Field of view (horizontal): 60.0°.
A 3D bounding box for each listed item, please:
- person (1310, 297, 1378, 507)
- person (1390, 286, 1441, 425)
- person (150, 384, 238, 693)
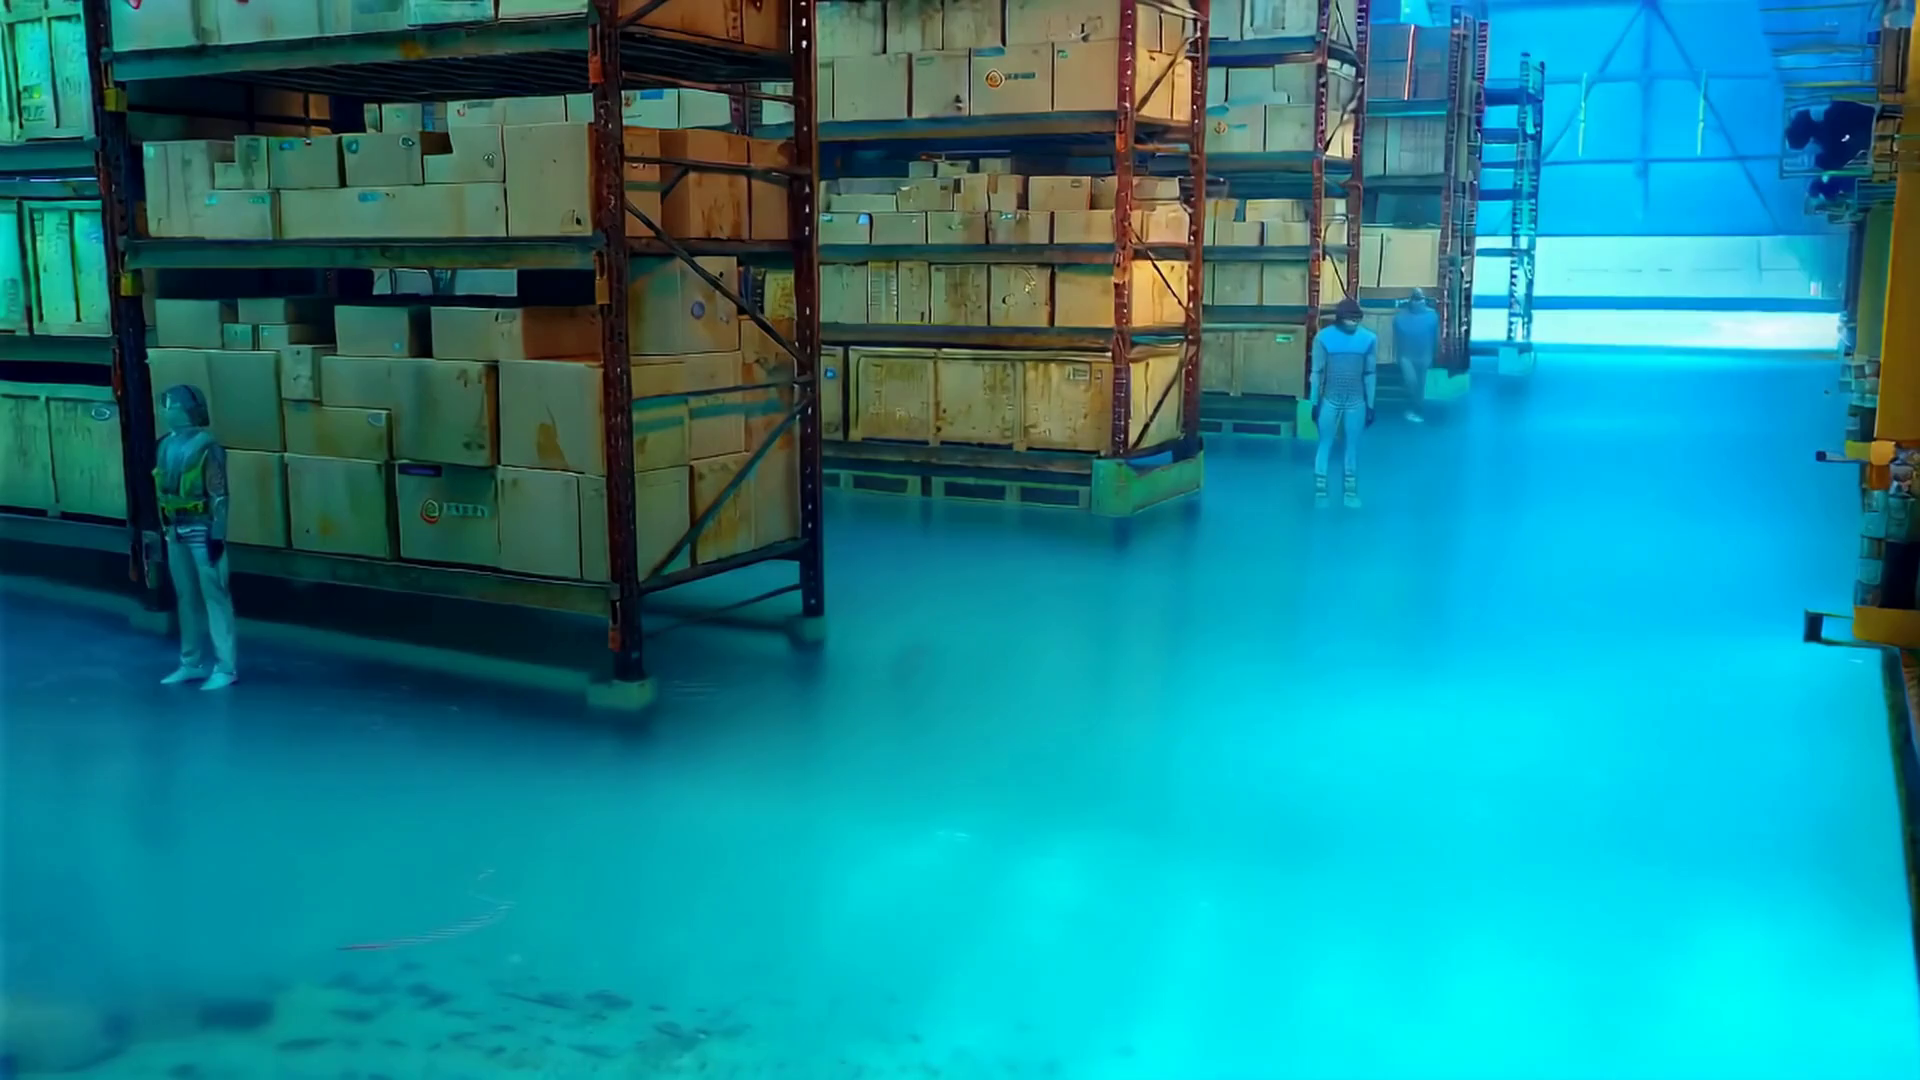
[{"bbox_3d":[3.522,-1.263,15.293,0.627,1.936,0.370,-1,10,-5],"label":"person"},{"bbox_3d":[6.241,-2.506,22.652,0.679,1.874,0.589,-4,11,-24],"label":"person"},{"bbox_3d":[-4.095,-0.012,8.894,0.514,1.645,0.309,5,11,28],"label":"person"}]
